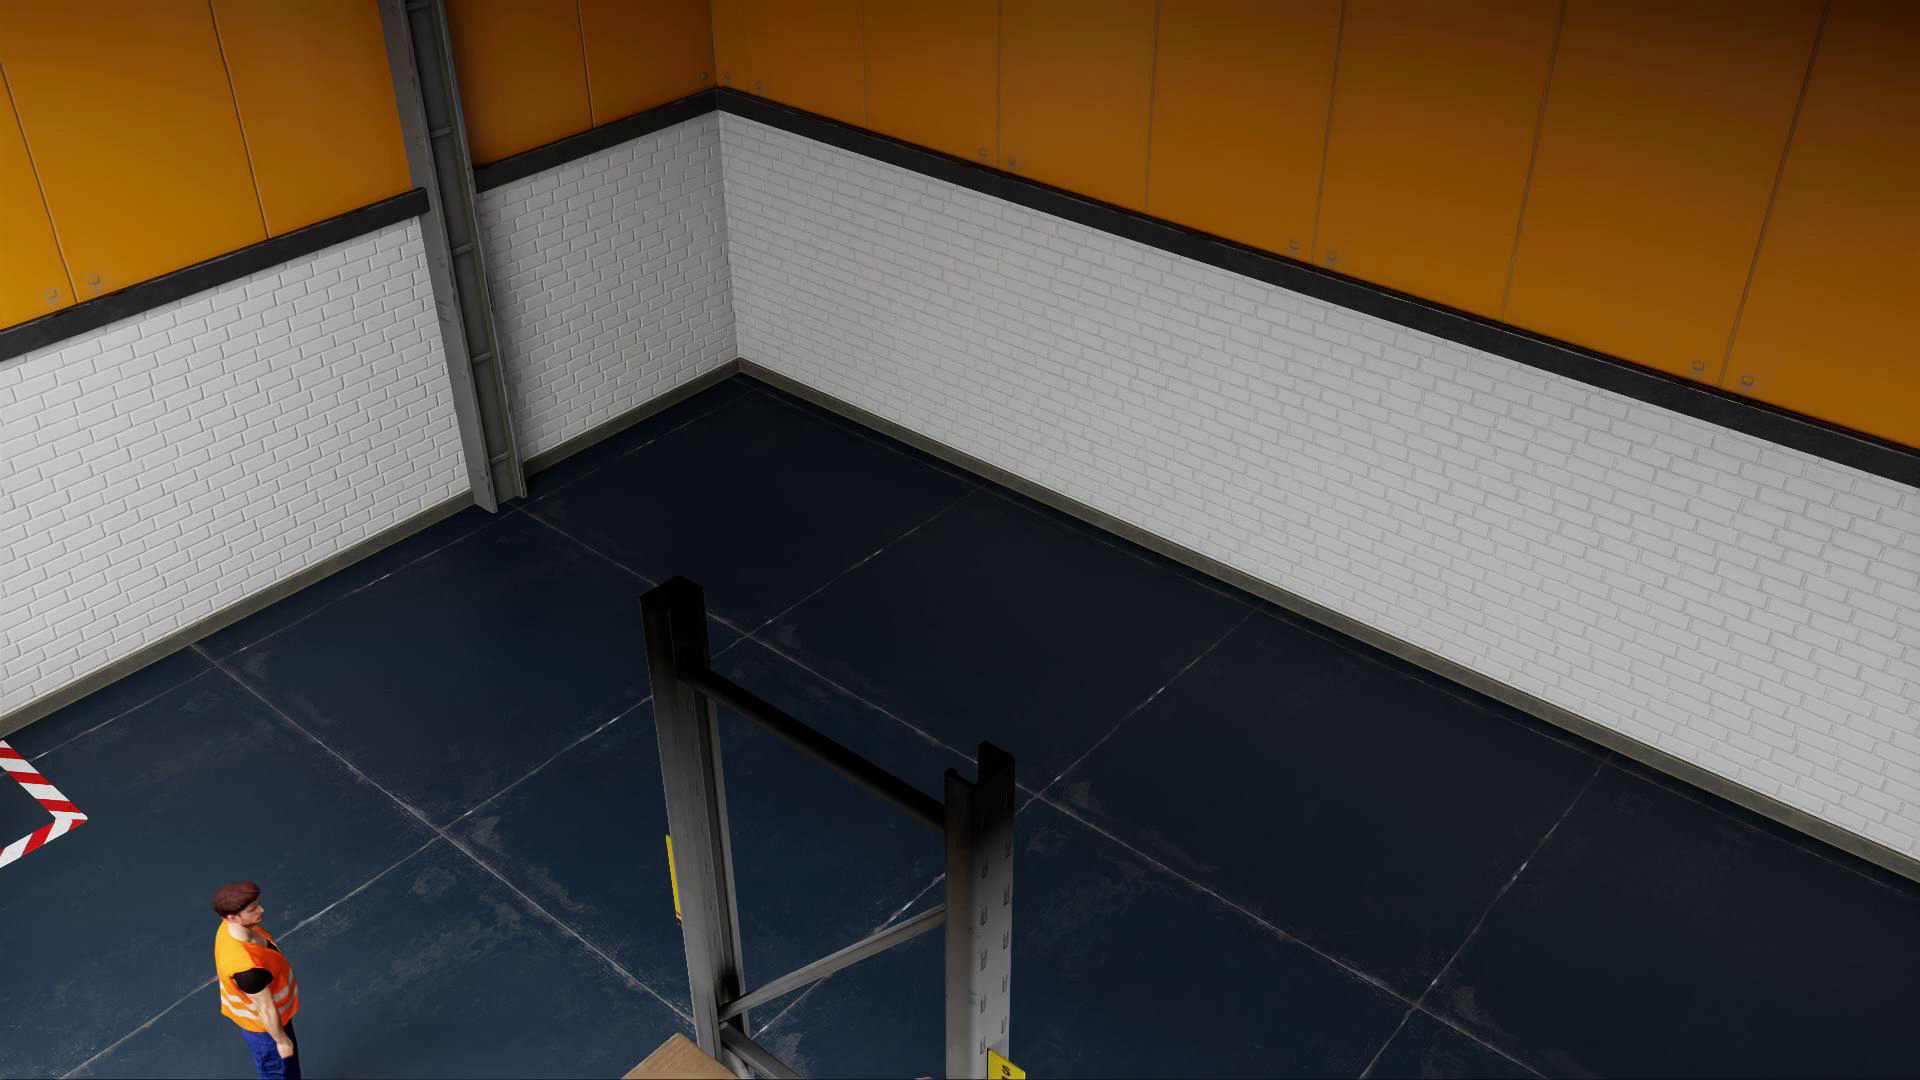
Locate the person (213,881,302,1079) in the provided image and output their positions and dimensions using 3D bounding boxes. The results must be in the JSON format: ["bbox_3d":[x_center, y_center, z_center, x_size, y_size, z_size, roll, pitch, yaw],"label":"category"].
[{"bbox_3d":[-3.832,2.616,9.157,0.740,1.881,0.753,-19,38,-26],"label":"person"}]
